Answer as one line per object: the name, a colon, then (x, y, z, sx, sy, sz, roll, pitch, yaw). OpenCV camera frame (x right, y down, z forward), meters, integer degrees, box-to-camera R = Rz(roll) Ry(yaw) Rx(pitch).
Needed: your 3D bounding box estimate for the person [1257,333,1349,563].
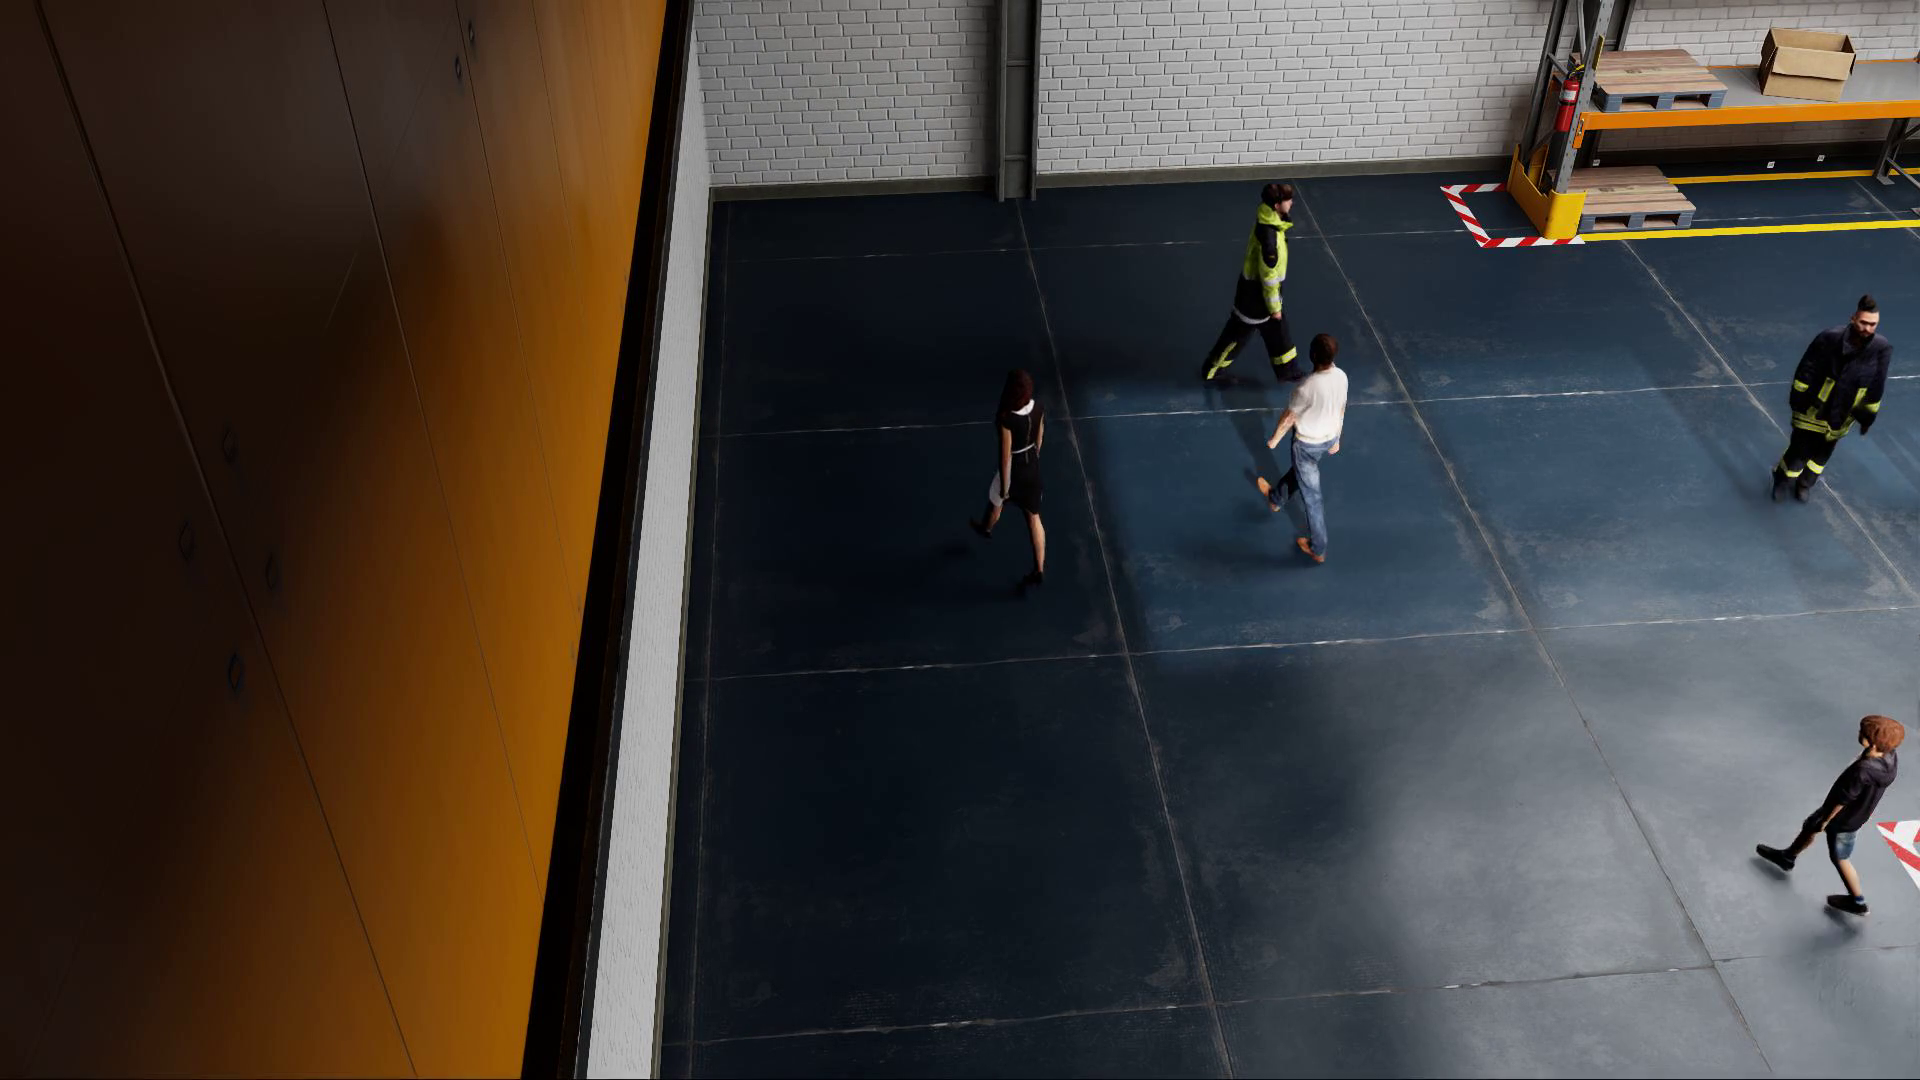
person: (2.667, -0.640, 12.322, 1.198, 1.813, 1.100, -23, 44, -26)

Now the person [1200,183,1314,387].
person: (2.447, -2.101, 14.056, 1.318, 1.932, 1.024, 8, 39, 9)

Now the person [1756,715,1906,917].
person: (5.275, 1.636, 9.792, 0.952, 1.414, 0.956, -31, 48, -33)

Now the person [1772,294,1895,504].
person: (6.751, -1.124, 12.899, 0.793, 1.850, 0.926, 8, 39, 10)

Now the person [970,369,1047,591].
person: (0.483, -0.401, 12.072, 1.158, 1.752, 1.059, -24, 44, -27)
